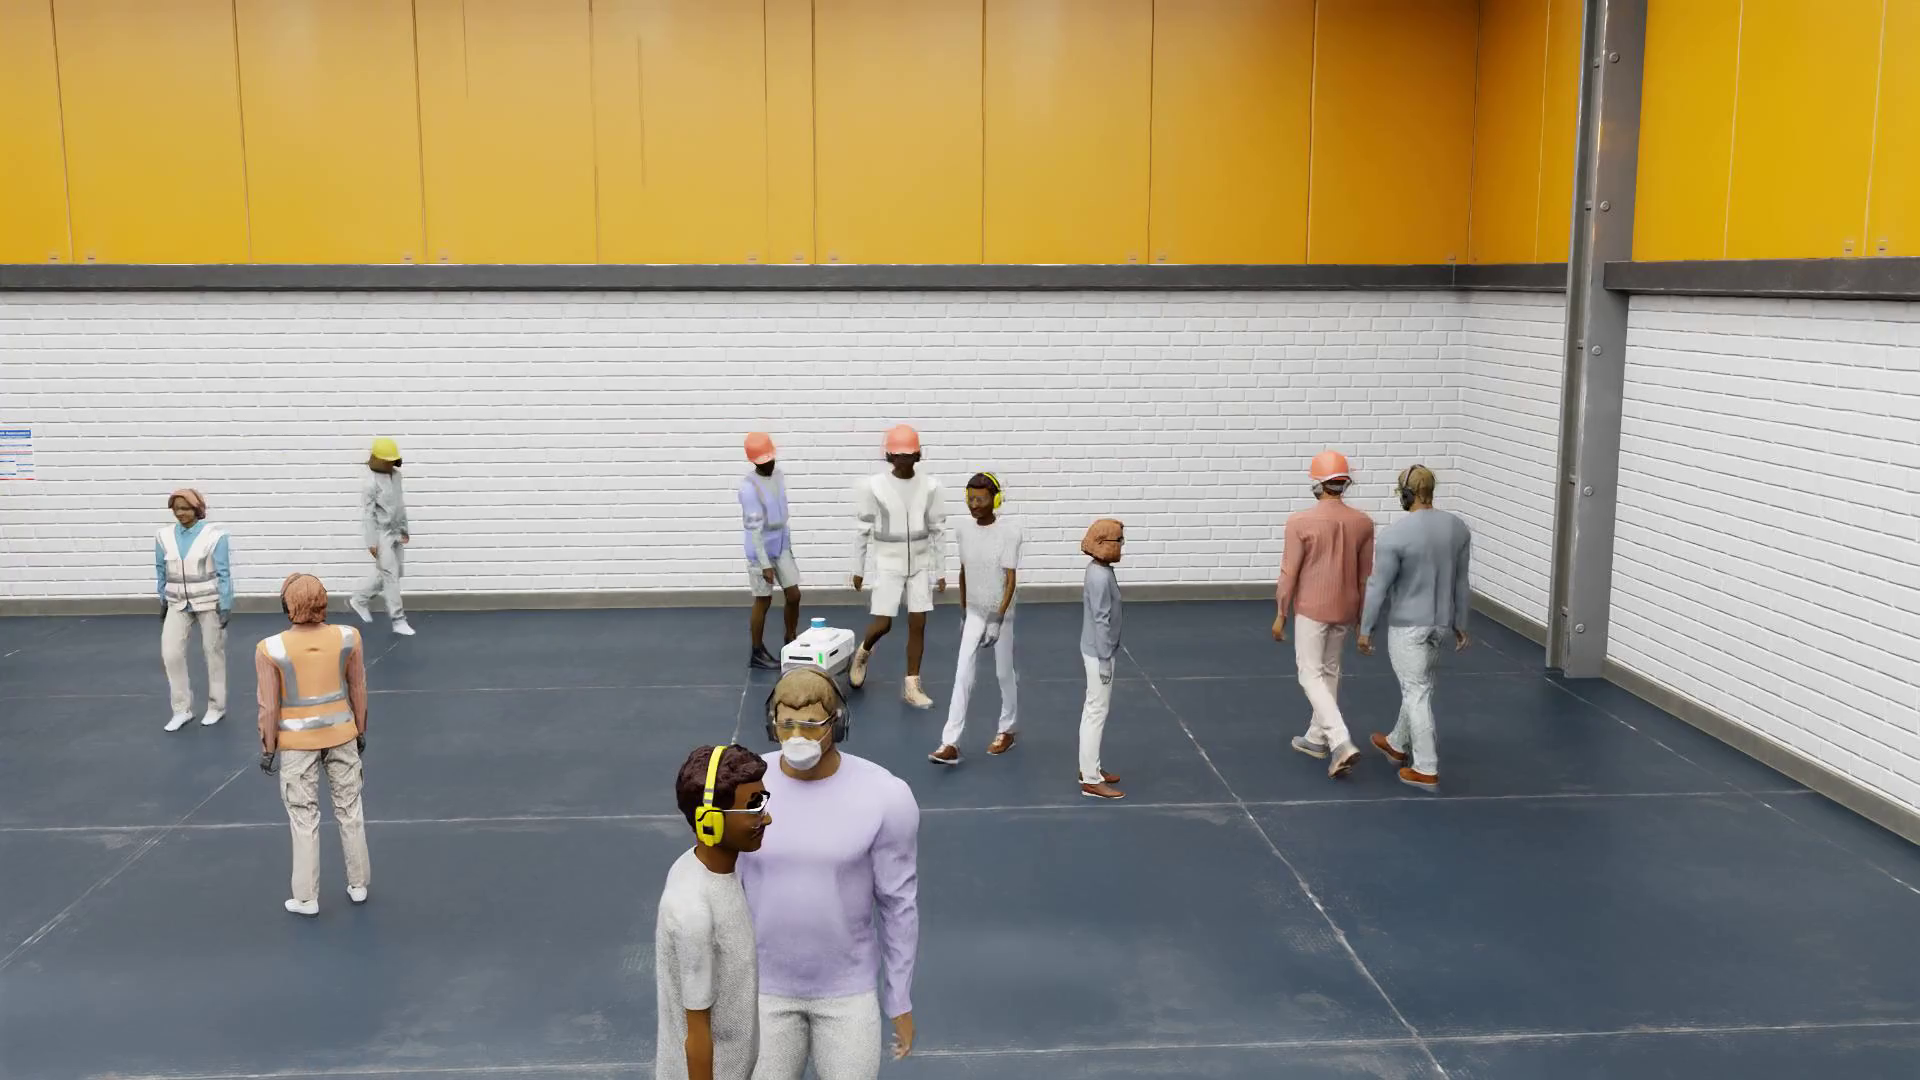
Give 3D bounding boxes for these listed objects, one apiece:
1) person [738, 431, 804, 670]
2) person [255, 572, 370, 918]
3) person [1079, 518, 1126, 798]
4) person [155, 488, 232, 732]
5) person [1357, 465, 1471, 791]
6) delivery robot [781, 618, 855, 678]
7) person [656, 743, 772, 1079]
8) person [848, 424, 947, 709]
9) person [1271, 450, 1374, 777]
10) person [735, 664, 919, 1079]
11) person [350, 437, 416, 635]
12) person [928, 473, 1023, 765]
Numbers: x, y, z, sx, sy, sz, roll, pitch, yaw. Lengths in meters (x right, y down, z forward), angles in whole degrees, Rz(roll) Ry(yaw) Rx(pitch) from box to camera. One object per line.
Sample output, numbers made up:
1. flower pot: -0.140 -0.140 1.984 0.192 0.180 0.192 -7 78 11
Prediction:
1. person: -1.438 0.097 12.629 0.530 1.877 0.645 6 11 34
2. person: -3.056 0.968 7.891 0.513 1.642 0.313 -7 12 -38
3. person: 0.835 0.678 9.733 0.267 1.632 0.509 0 9 2
4. person: -5.119 0.469 11.057 0.546 1.615 0.589 0 9 2
5. person: 2.655 0.498 9.968 0.657 1.919 0.719 -5 10 -27
6. delivery robot: -1.021 0.807 12.005 0.477 0.478 0.707 3 9 16
7. person: -0.621 1.429 4.284 0.309 1.868 0.535 -1 9 -5
8. person: -0.438 0.167 11.758 0.607 2.021 0.669 -3 10 -20
9. person: 2.275 0.444 10.198 0.611 1.968 0.888 -4 10 -22
10. person: -0.437 1.304 4.846 0.631 1.938 0.366 1 9 5
11. person: -4.921 -0.041 14.043 0.657 1.698 0.546 2 9 14
12. person: 0.123 0.497 10.277 0.498 1.817 0.928 5 10 27
